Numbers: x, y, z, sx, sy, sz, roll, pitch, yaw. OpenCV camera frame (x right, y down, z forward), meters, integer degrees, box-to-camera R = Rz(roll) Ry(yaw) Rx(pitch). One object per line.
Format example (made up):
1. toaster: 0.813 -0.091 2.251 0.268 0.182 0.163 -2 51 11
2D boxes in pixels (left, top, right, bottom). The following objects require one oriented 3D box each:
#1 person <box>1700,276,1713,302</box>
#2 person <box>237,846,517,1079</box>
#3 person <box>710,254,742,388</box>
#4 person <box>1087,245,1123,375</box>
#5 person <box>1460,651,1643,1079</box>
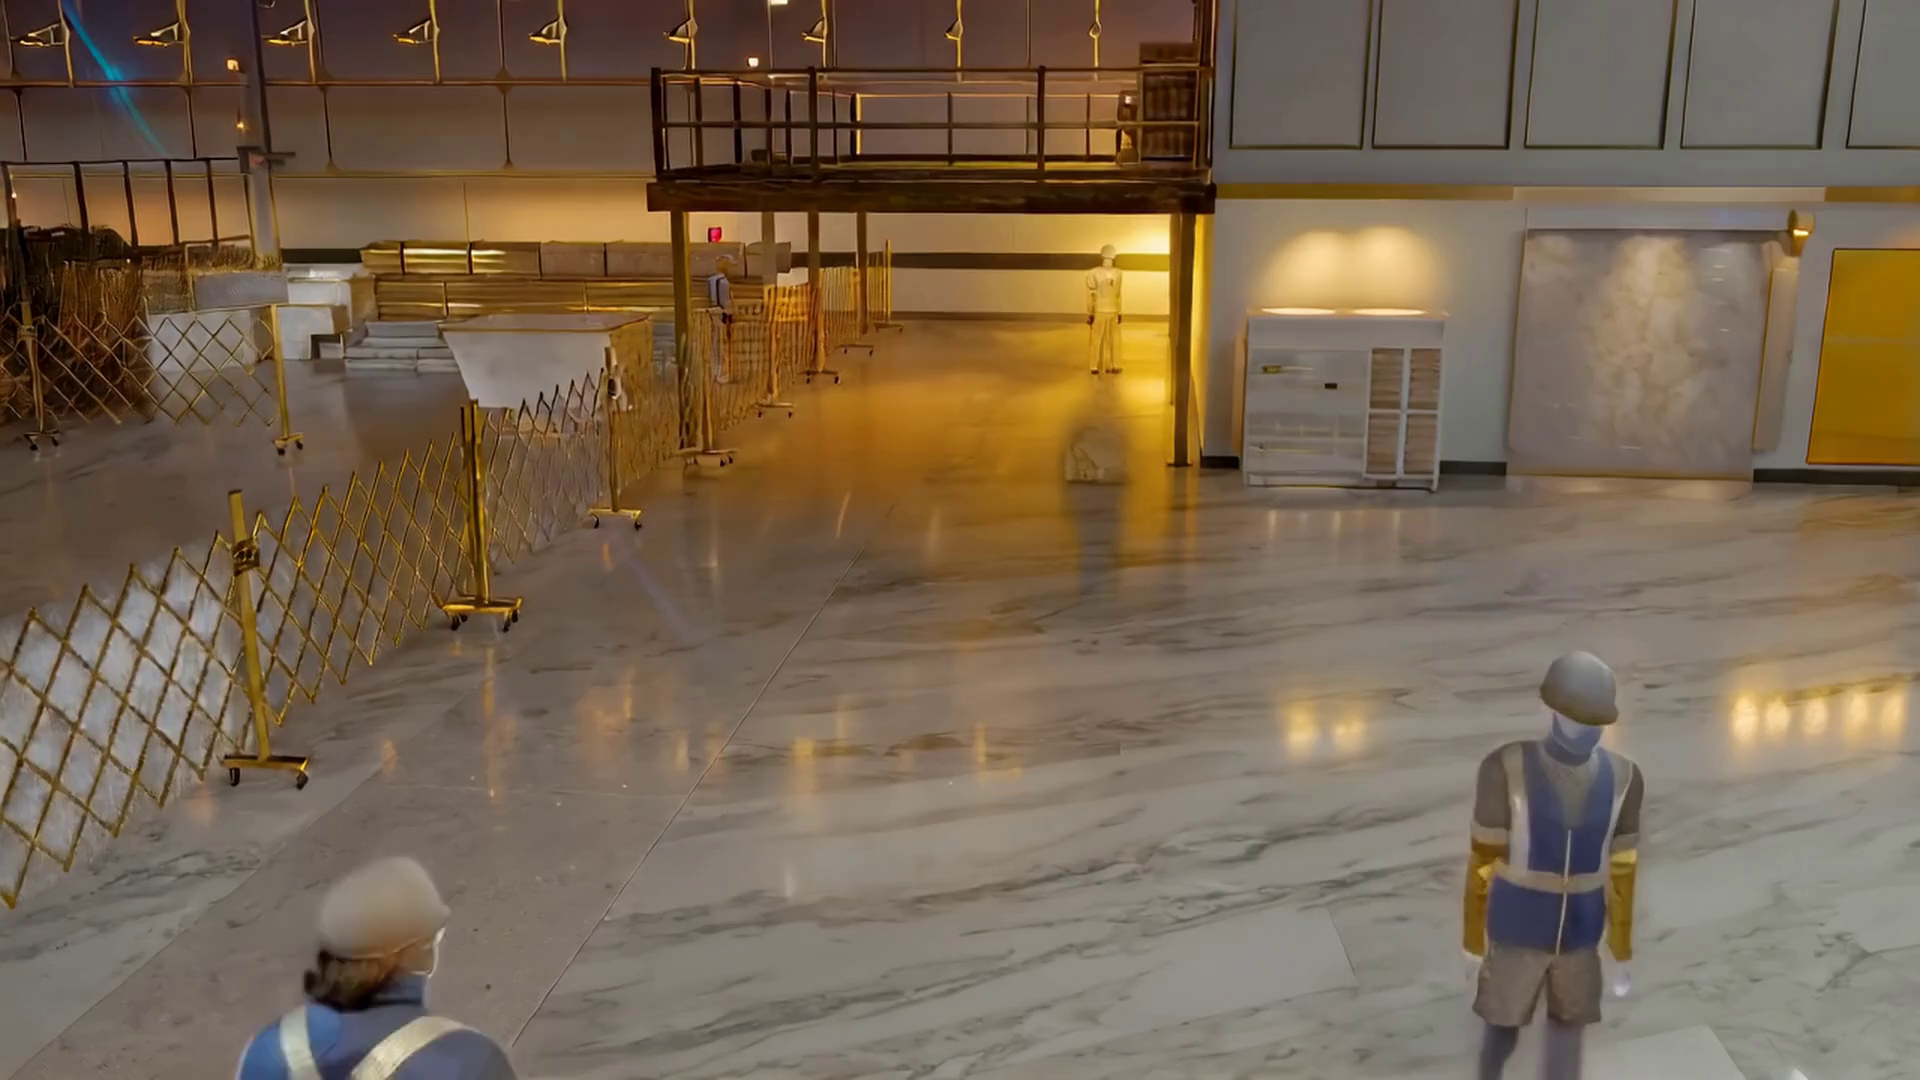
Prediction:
1. person: 11.174 -3.359 24.685 0.914 1.829 0.558 -3 14 -11
2. person: -1.271 1.644 3.820 0.684 2.000 1.036 6 15 23
3. person: -3.341 -3.102 23.545 0.342 1.882 0.587 -8 16 -28
4. person: 2.166 -3.419 24.754 0.594 1.925 0.372 -7 15 -25
5. person: 1.948 1.288 5.498 0.553 1.936 0.370 0 14 0
